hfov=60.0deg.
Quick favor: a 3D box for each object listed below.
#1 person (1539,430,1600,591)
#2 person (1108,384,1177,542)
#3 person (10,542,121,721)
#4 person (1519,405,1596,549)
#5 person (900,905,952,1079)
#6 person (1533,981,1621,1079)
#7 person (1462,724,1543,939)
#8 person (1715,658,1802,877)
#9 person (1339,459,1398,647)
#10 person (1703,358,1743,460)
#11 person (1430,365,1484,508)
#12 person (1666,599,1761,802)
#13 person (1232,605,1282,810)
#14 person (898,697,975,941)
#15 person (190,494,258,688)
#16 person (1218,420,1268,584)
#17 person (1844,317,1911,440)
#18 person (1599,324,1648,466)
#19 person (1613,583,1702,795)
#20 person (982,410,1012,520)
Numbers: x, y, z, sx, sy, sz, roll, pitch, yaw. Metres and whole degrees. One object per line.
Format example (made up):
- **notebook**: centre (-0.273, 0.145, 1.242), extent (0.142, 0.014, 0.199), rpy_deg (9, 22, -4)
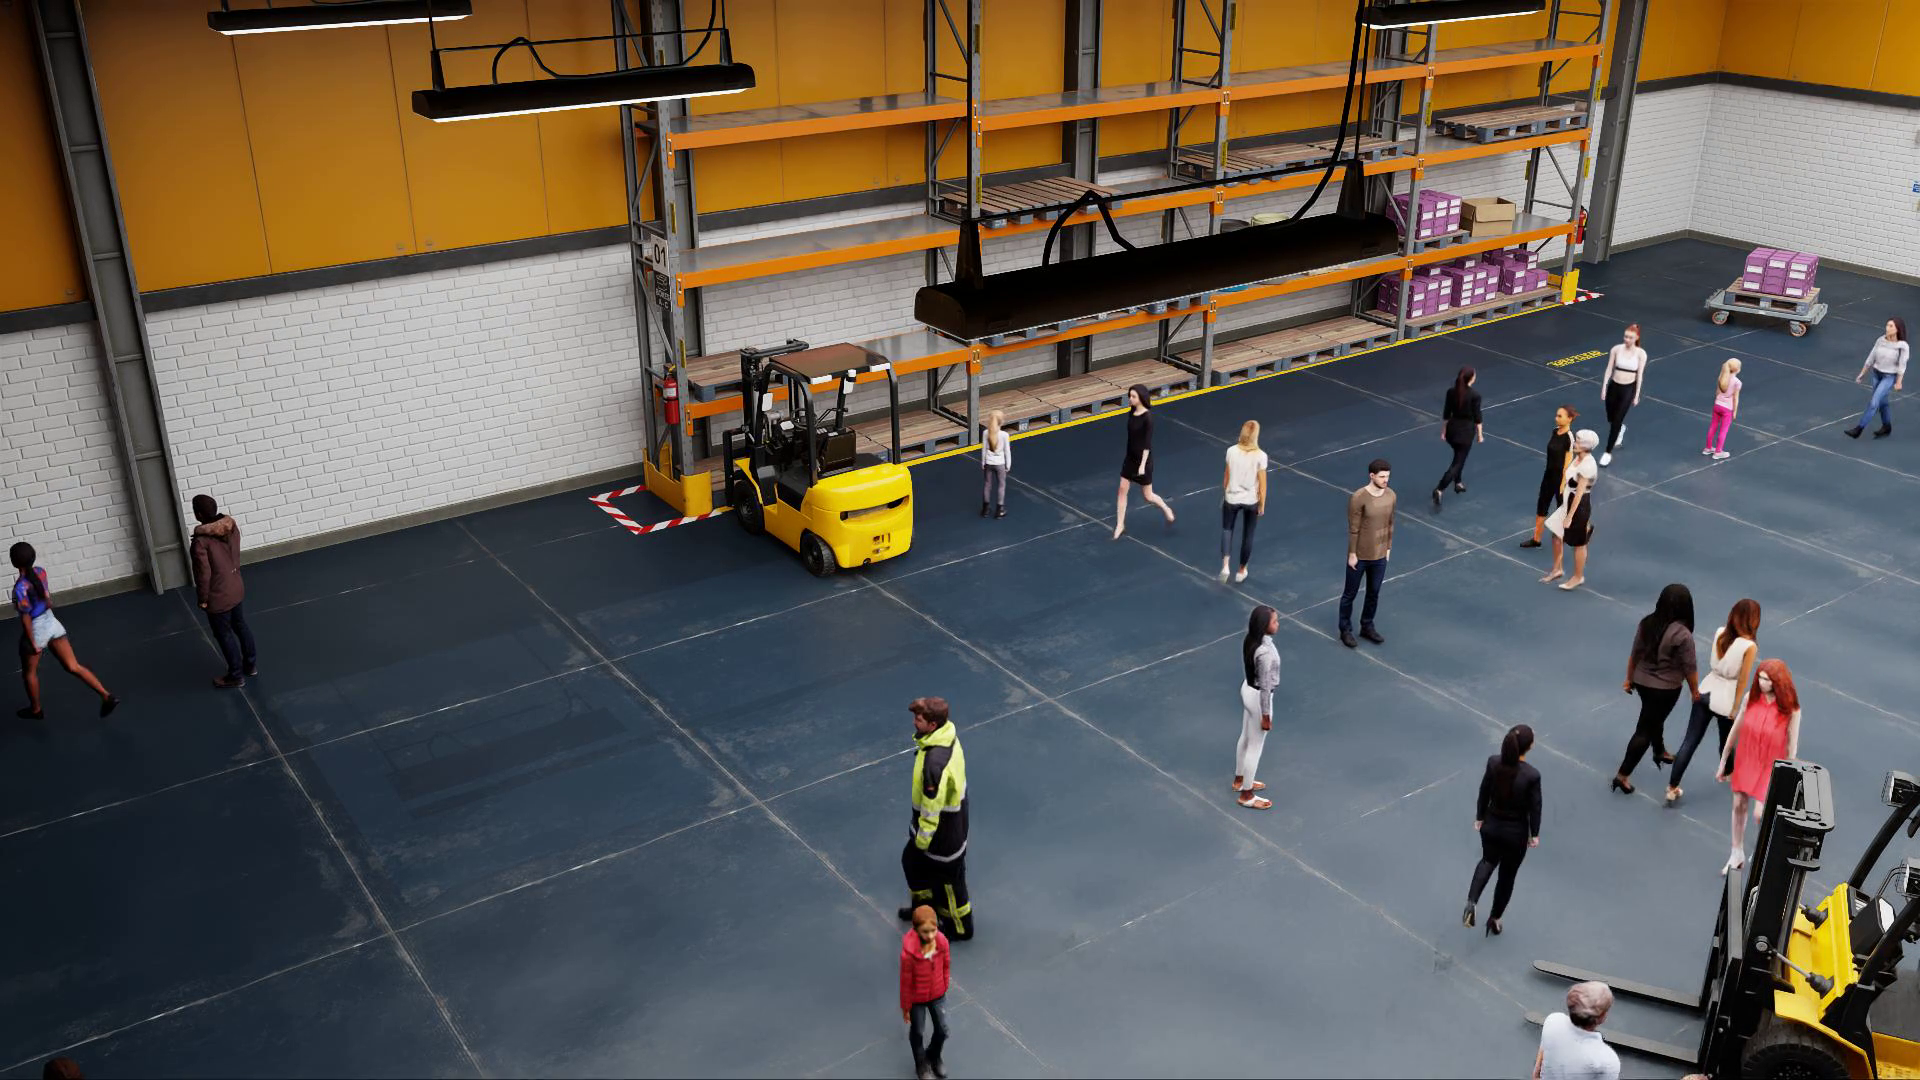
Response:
- **person**: centre (6.364, -0.280, 16.920), extent (0.887, 1.740, 0.827), rpy_deg (4, 24, 10)
- **person**: centre (2.030, -0.817, 18.108), extent (1.061, 1.774, 0.651), rpy_deg (-13, 27, -27)
- **person**: centre (-7.845, 0.836, 14.413), extent (1.196, 1.705, 1.131), rpy_deg (4, 24, 9)
- **person**: centre (6.533, -0.660, 17.905), extent (1.115, 1.648, 0.892), rpy_deg (-4, 24, -8)
- **person**: centre (-0.243, 2.812, 10.386), extent (0.520, 1.308, 0.626), rpy_deg (-9, 25, -19)
- **person**: centre (3.177, 3.175, 8.943), extent (1.148, 1.799, 0.755), rpy_deg (-11, 26, -24)
- **person**: centre (3.764, 2.074, 11.581), extent (0.733, 1.703, 0.643), rpy_deg (-21, 31, -39)
- **person**: centre (5.969, 1.676, 12.352), extent (0.676, 1.815, 0.671), rpy_deg (-20, 31, -38)
- **person**: centre (3.887, 0.100, 15.865), extent (0.614, 1.888, 0.771), rpy_deg (-8, 25, -18)
- **person**: centre (9.479, -1.646, 20.630), extent (0.518, 1.272, 0.499), rpy_deg (-11, 26, -24)
- **person**: centre (5.688, -1.155, 19.067), extent (1.057, 1.623, 0.607), rpy_deg (-16, 28, -32)
- **person**: centre (5.974, 1.331, 13.253), extent (1.171, 1.726, 0.736), rpy_deg (-12, 27, -26)
- **person**: centre (2.383, 1.304, 13.317), extent (0.682, 1.724, 0.670), rpy_deg (0, 24, -1)
- **person**: centre (-0.051, 1.950, 11.552), extent (1.026, 1.955, 0.973), rpy_deg (2, 24, 4)
- **person**: centre (-6.715, 0.449, 15.120), extent (0.931, 1.847, 0.872), rpy_deg (4, 24, 9)
- **person**: centre (2.865, -0.348, 17.000), extent (0.865, 1.801, 0.956), rpy_deg (8, 25, 18)
- **person**: centre (11.812, -2.042, 21.142), extent (1.089, 1.588, 0.845), rpy_deg (-6, 24, -13)
- **person**: centre (8.158, -1.815, 20.458), extent (0.838, 1.720, 1.155), rpy_deg (17, 29, 34)
- **person**: centre (5.511, 1.247, 13.347), extent (1.097, 1.804, 0.800), rpy_deg (-10, 25, -21)
- **person**: centre (0.393, -0.858, 18.821), extent (0.585, 1.276, 0.631), rpy_deg (8, 25, 18)
